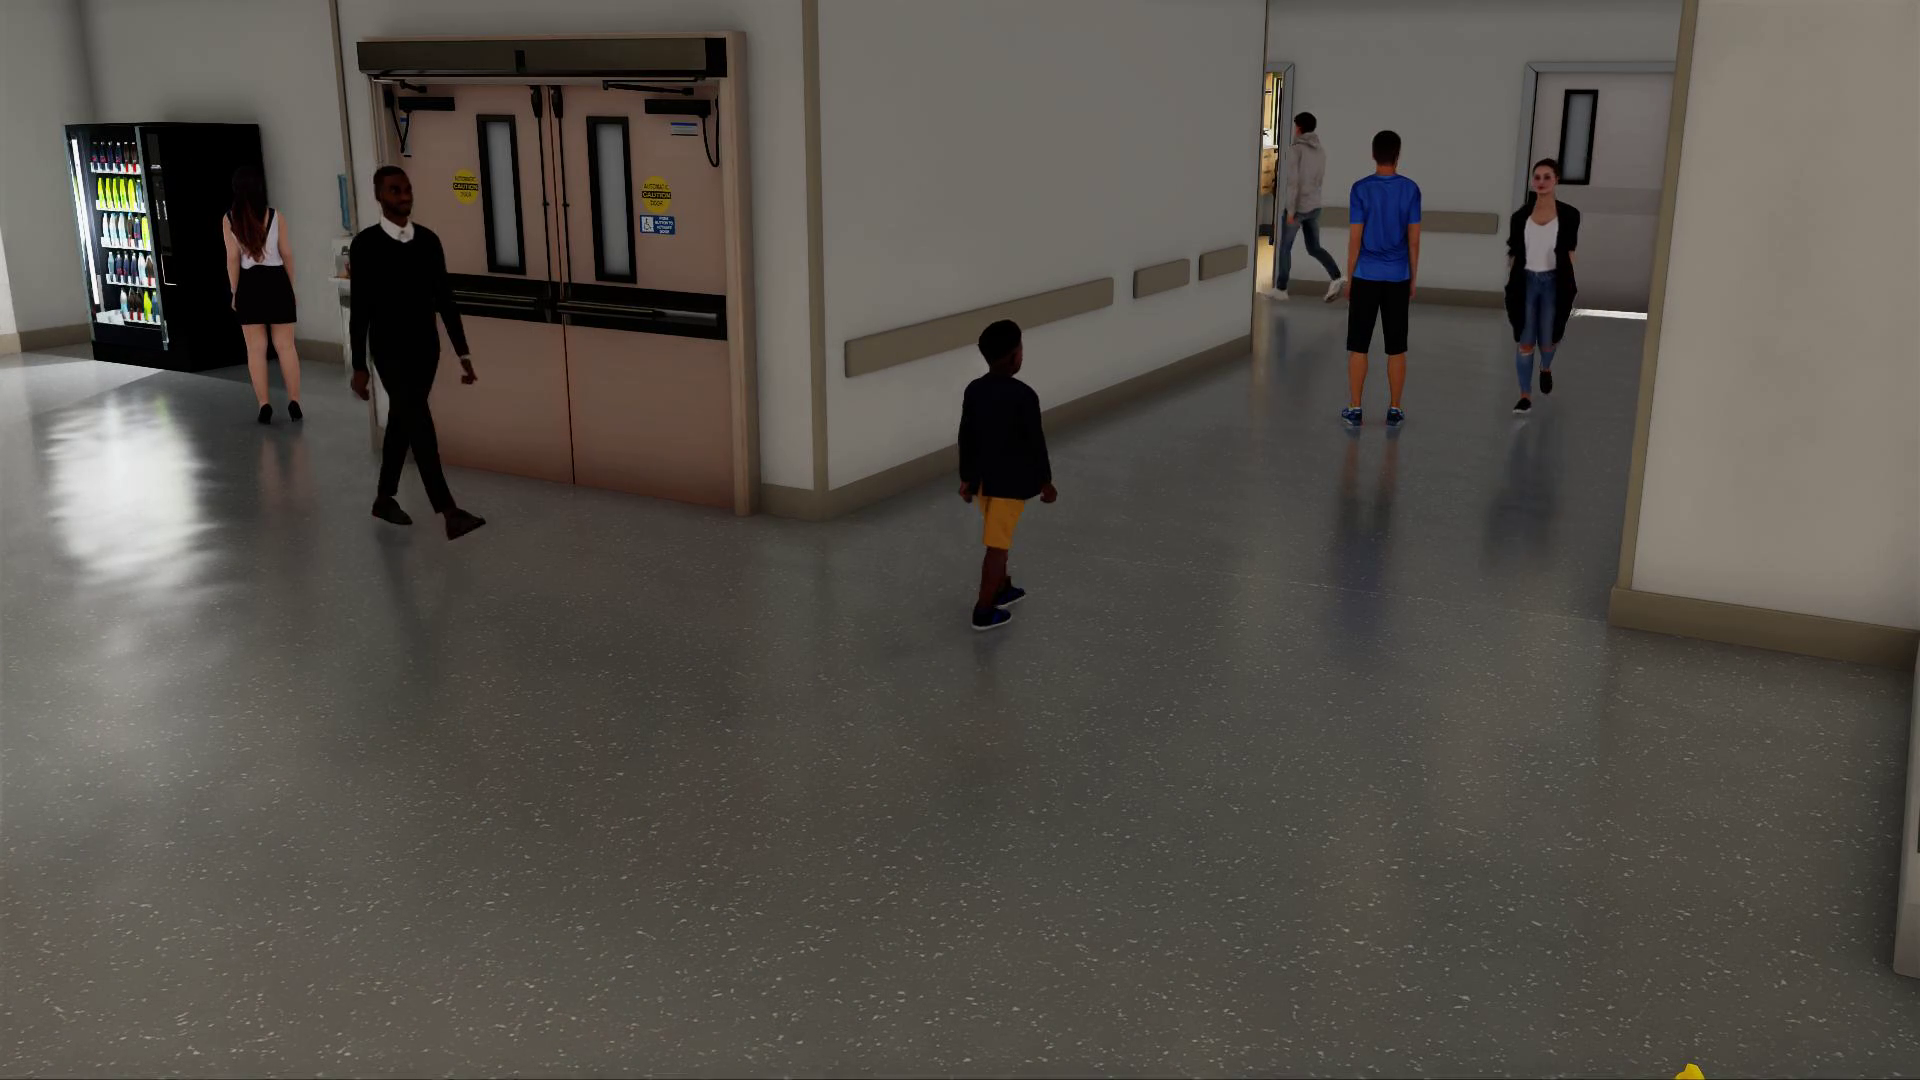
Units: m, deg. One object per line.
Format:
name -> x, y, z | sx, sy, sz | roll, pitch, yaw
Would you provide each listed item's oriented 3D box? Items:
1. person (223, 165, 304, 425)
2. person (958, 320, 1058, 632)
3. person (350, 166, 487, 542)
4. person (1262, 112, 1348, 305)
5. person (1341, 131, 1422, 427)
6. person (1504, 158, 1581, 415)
person -> -4.516, -1.582, 10.773 | 0.639, 1.648, 0.665 | -8, 18, -28
person -> 0.126, -0.244, 6.755 | 0.655, 1.253, 0.653 | 14, 21, 40
person -> -2.745, -0.879, 8.076 | 1.217, 1.757, 0.786 | 12, 20, 37
person -> 3.430, -3.195, 16.182 | 0.954, 1.817, 1.280 | -14, 21, -40
person -> 2.705, -1.673, 10.692 | 0.629, 1.867, 0.752 | 2, 16, 7
person -> 3.867, -1.673, 11.054 | 0.743, 1.671, 0.700 | 8, 18, 27
